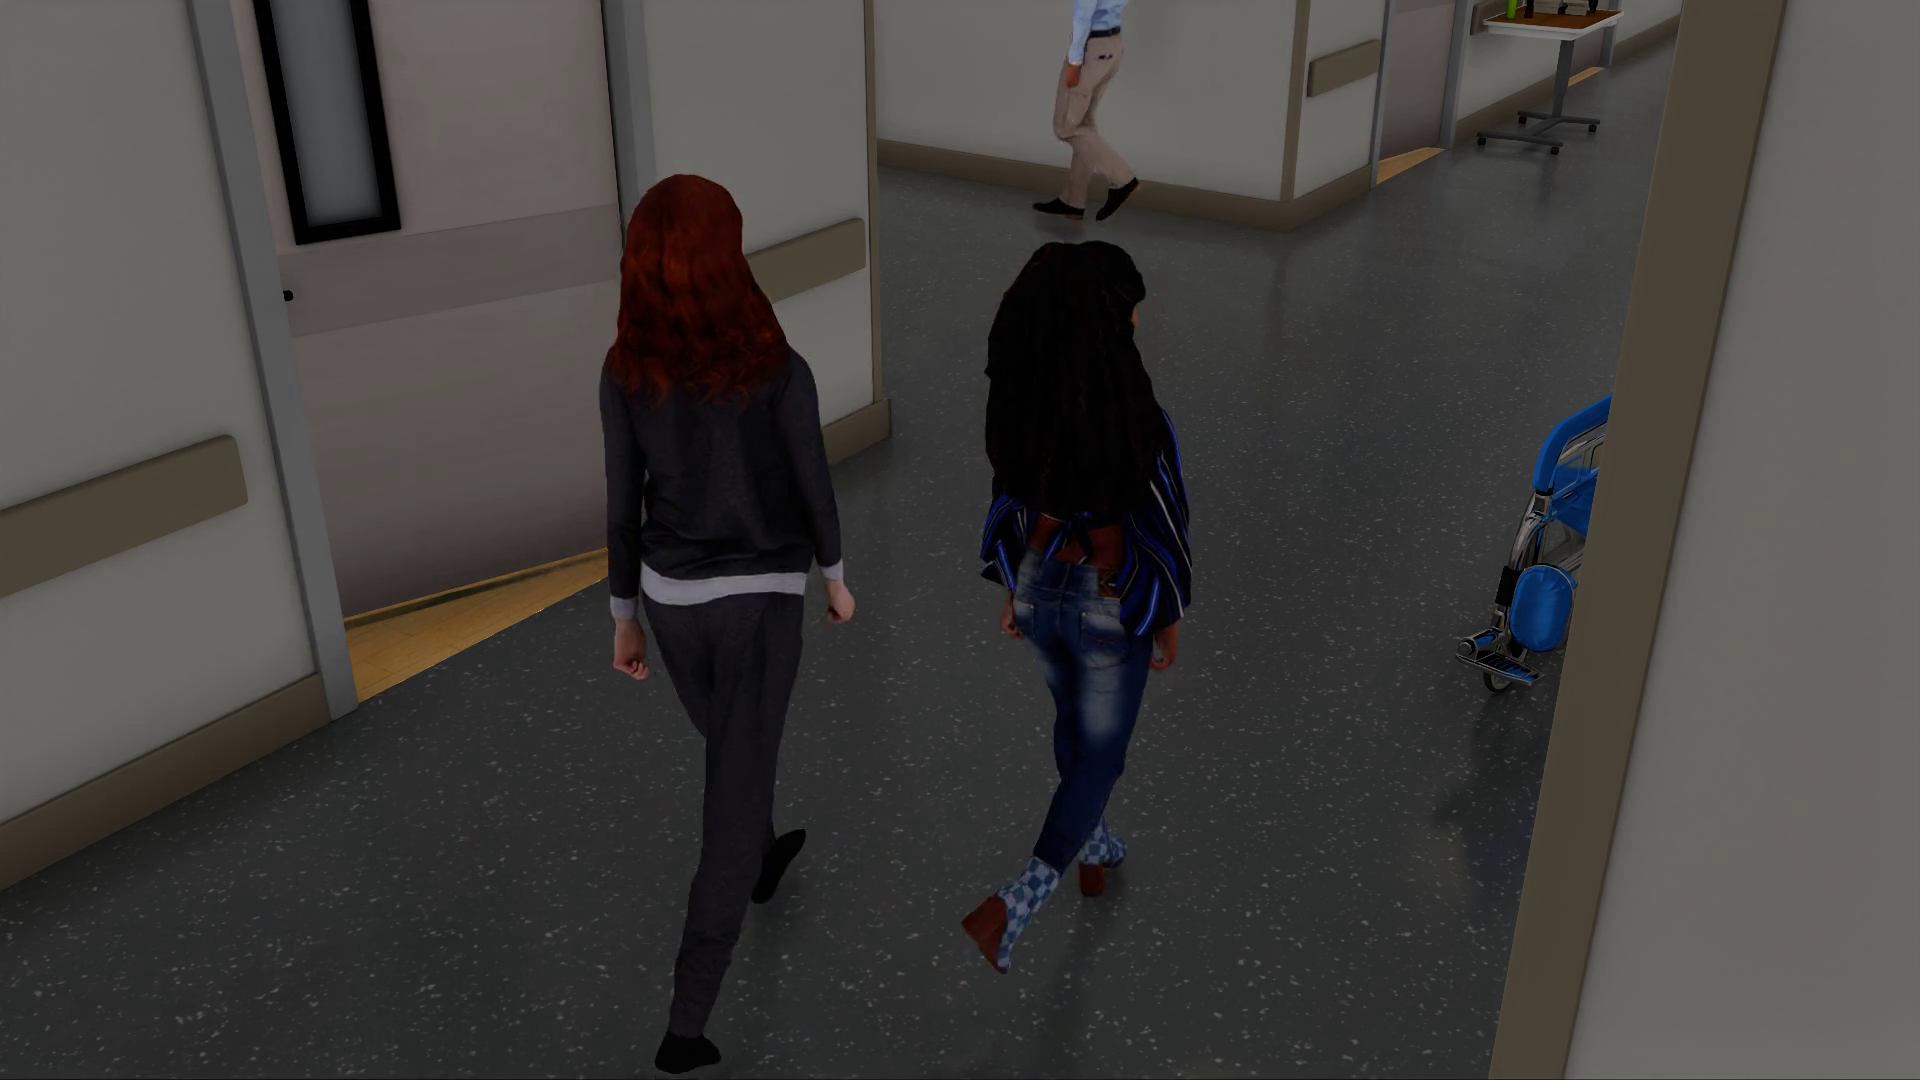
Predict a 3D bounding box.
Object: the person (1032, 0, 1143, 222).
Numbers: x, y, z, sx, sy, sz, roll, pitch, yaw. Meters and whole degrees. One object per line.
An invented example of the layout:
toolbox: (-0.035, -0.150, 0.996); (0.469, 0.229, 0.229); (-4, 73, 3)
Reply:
person: (0.764, -2.605, 8.976); (0.794, 1.833, 0.890); (10, 28, 20)

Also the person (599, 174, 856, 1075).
person: (-0.483, 0.216, 3.231); (0.823, 1.743, 1.205); (8, 27, 15)

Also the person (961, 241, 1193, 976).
person: (0.220, 0.187, 3.457); (0.644, 1.599, 0.973); (15, 30, 29)
